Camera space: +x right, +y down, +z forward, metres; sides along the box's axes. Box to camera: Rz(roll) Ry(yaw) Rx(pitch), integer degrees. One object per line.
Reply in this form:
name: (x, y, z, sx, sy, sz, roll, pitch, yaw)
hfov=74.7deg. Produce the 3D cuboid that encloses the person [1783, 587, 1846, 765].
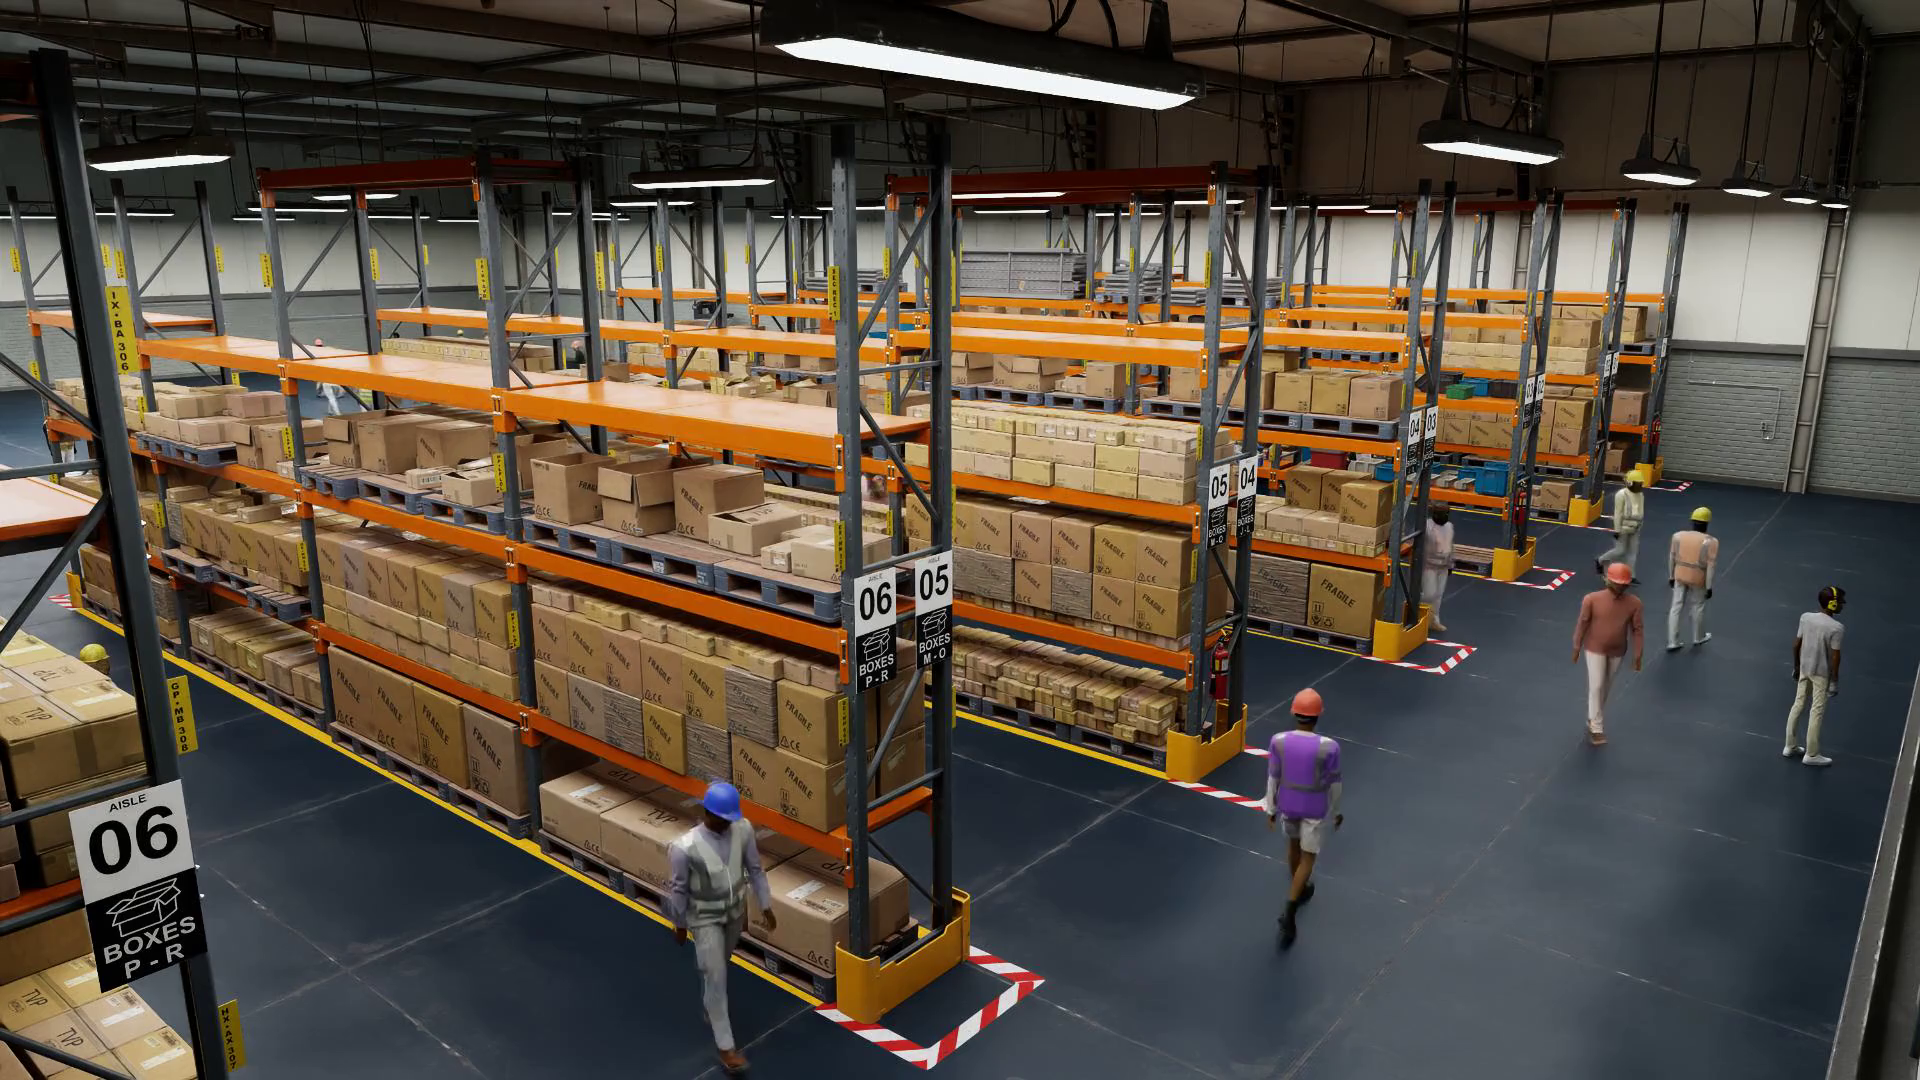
person: (8.866, 1.387, 13.038, 0.332, 1.866, 0.514, -4, 14, -14)

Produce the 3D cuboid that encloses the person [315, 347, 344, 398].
person: (-21.042, -5.559, 41.908, 0.912, 1.708, 0.538, -10, 17, -35)

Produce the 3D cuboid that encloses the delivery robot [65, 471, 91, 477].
delivery robot: (-18.847, -1.312, 26.763, 0.707, 0.478, 0.477, 4, 14, 16)

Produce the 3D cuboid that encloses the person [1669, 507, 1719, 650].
person: (9.716, 0.494, 16.637, 0.871, 1.893, 0.612, -10, 17, -36)

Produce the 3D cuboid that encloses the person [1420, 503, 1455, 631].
person: (6.519, 0.367, 17.321, 0.694, 1.822, 0.478, -6, 15, -25)

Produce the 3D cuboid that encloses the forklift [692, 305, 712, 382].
forklift: (-9.511, -7.392, 47.124, 1.873, 2.768, 1.129, 11, 17, 38)

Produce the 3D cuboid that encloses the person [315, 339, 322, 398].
person: (-21.466, -5.772, 42.327, 0.546, 1.942, 0.353, -5, 14, -19)

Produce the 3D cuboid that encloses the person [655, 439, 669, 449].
person: (-5.426, -1.165, 23.383, 0.548, 1.937, 0.379, -3, 14, -11)

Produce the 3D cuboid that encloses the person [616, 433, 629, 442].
person: (-6.683, -1.354, 24.859, 0.495, 1.601, 0.788, -10, 17, -36)

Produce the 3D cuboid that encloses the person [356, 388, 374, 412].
person: (-16.318, -3.878, 34.837, 0.657, 1.791, 0.941, -2, 14, -9)

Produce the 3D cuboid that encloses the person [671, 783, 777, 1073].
person: (-1.528, 2.512, 8.339, 0.876, 1.896, 0.600, 13, 19, 42)

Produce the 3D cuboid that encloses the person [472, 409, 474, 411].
person: (-12.287, -3.050, 31.177, 0.647, 1.920, 0.641, 6, 15, 23)

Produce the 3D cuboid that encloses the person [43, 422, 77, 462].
person: (-19.139, -1.953, 26.856, 0.431, 1.836, 0.618, 2, 14, 9)

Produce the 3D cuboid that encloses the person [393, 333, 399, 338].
person: (-21.559, -7.110, 48.338, 0.539, 1.695, 0.318, 0, 14, 1)

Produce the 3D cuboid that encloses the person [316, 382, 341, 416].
person: (-18.815, -4.590, 37.587, 1.021, 1.889, 0.641, 10, 17, 35)

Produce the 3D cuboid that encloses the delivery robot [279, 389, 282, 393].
delivery robot: (-22.240, -5.005, 41.415, 0.335, 0.223, 0.698, -4, 14, -17)

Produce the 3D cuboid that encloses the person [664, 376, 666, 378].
person: (-9.265, -5.115, 39.631, 0.545, 1.938, 0.355, -3, 14, -11)

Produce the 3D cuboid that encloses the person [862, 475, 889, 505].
person: (-1.204, -0.091, 19.111, 0.681, 1.871, 0.824, -5, 14, -18)

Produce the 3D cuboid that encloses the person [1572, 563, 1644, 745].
person: (6.985, 1.228, 13.488, 0.653, 1.955, 0.933, 2, 14, 7)

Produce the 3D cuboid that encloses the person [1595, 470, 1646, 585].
person: (10.436, -0.224, 19.762, 0.603, 1.816, 0.675, -6, 15, -23)

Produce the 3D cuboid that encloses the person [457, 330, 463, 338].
person: (-19.433, -7.325, 49.190, 0.527, 1.727, 0.899, -6, 15, -22)

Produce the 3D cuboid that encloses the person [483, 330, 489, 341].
person: (-18.943, -7.633, 50.635, 0.413, 1.621, 0.538, 2, 14, 8)

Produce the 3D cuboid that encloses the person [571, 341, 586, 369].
person: (-12.589, -5.589, 41.587, 1.025, 1.928, 0.618, -3, 14, -11)

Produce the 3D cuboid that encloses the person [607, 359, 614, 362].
person: (-10.605, -4.691, 38.491, 0.919, 1.650, 0.536, 10, 17, 36)

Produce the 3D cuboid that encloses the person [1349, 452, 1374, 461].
person: (7.917, -1.518, 24.870, 0.591, 1.922, 0.392, -6, 15, -22)

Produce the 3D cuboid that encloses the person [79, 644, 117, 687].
person: (-7.890, 1.799, 11.621, 0.483, 1.737, 0.320, 3, 14, 12)

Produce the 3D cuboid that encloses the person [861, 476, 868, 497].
person: (-1.670, -0.422, 20.563, 1.007, 1.830, 0.608, 6, 15, 24)

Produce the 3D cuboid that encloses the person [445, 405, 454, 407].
person: (-11.162, -2.207, 27.759, 0.461, 1.890, 0.678, -4, 14, -14)

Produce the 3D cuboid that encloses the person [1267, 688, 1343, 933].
person: (2.688, 2.119, 9.964, 0.561, 1.910, 0.918, 9, 16, 33)
